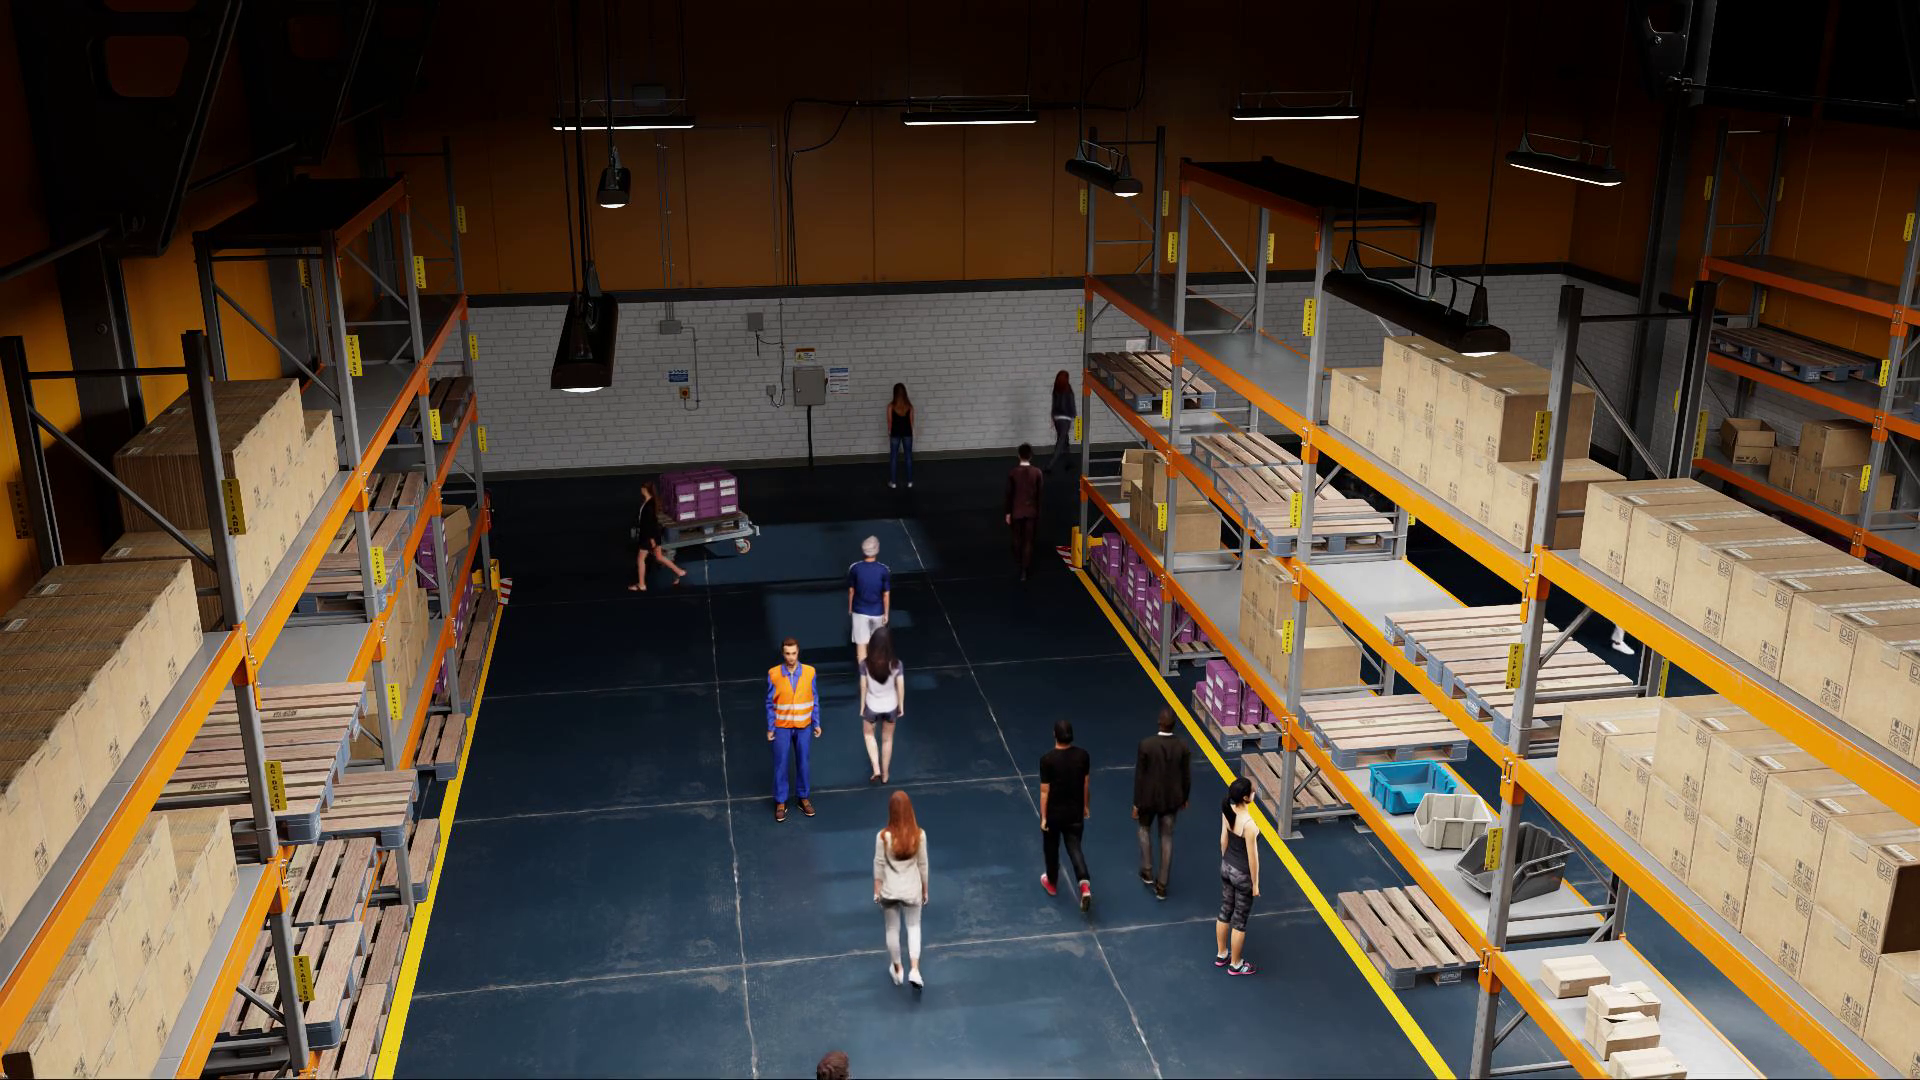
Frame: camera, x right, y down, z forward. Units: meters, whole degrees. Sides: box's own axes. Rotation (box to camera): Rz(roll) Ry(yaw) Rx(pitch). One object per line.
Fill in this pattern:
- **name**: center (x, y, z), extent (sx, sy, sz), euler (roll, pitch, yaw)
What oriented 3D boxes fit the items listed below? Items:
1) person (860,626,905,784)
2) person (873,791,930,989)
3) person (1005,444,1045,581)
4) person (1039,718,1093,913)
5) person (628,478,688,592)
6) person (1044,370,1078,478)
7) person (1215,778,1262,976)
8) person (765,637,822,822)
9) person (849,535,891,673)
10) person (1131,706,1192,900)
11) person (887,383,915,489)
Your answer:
- **person**: center (-0.797, 1.705, 16.719), extent (0.618, 1.694, 0.693), euler (-2, 19, -6)
- **person**: center (-0.466, 2.857, 13.301), extent (0.599, 1.692, 0.784), euler (-3, 19, -8)
- **person**: center (0.893, -0.336, 22.594), extent (0.900, 1.812, 1.249), euler (2, 19, 5)
- **person**: center (0.938, 2.419, 14.529), extent (0.730, 1.738, 1.085), euler (-6, 19, -17)
- **person**: center (-4.046, -0.067, 22.242), extent (0.710, 1.528, 0.979), euler (-1, 19, -2)
- **person**: center (1.641, -1.869, 27.253), extent (1.079, 1.744, 1.133), euler (-18, 25, -42)
- **person**: center (2.266, 2.736, 13.602), extent (0.697, 1.730, 0.581), euler (-10, 21, -28)
- **person**: center (-1.628, 1.806, 16.151), extent (0.711, 1.864, 0.635), euler (-5, 19, -16)
- **person**: center (-1.054, 0.870, 19.019), extent (0.725, 1.808, 1.170), euler (-1, 19, -4)
- **person**: center (1.785, 2.347, 14.664), extent (0.727, 1.788, 0.726), euler (-1, 19, -3)
- **person**: center (-0.947, -1.684, 26.737), extent (0.577, 1.723, 0.518), euler (-3, 19, -8)
